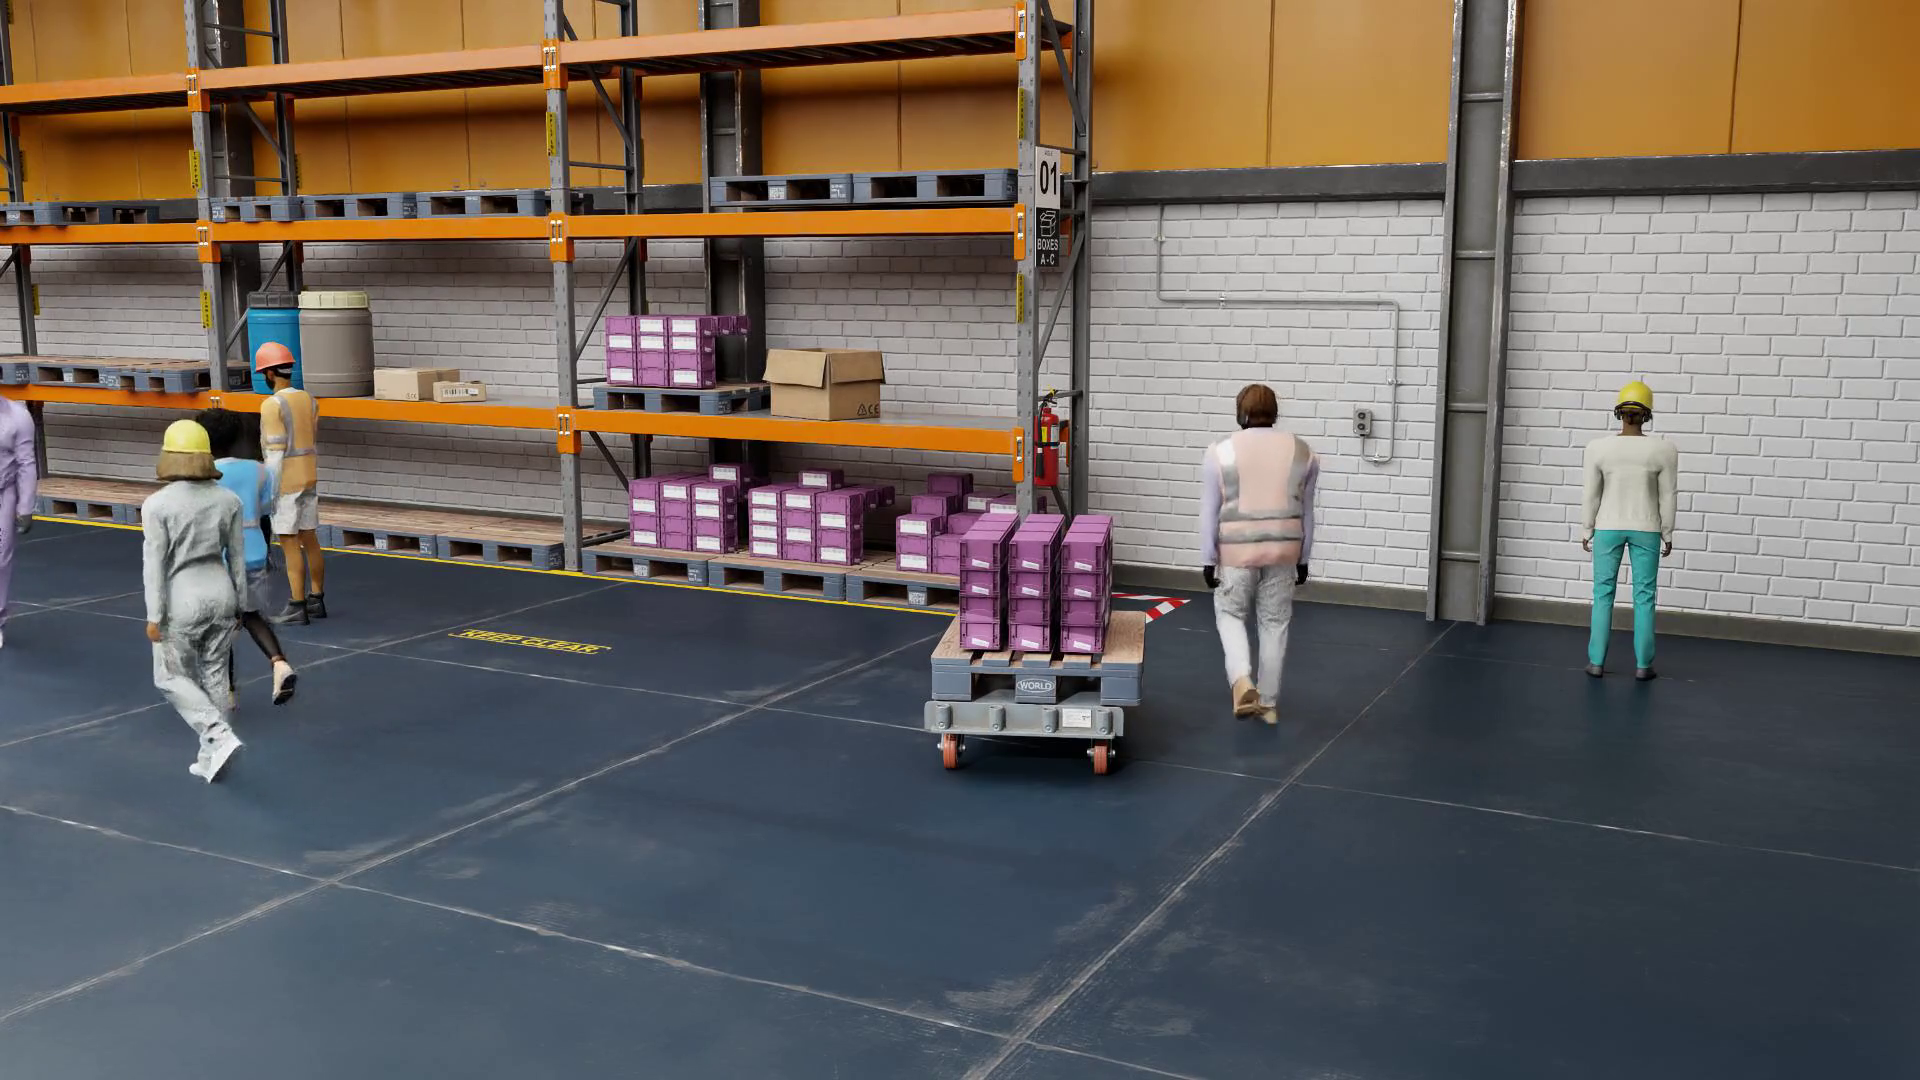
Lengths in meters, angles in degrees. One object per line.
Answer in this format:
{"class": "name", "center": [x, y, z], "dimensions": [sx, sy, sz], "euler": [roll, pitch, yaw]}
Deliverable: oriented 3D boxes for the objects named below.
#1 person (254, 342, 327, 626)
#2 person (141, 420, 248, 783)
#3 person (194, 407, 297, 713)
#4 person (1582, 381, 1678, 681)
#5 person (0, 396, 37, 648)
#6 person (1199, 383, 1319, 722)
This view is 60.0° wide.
{"class": "person", "center": [-4.578, -0.375, 11.313], "dimensions": [0.374, 1.928, 0.542], "euler": [2, 9, 10]}
{"class": "person", "center": [-3.514, 0.306, 7.721], "dimensions": [0.485, 1.725, 0.496], "euler": [6, 11, 34]}
{"class": "person", "center": [-3.909, 0.122, 8.963], "dimensions": [0.535, 1.683, 0.546], "euler": [6, 11, 31]}
{"class": "person", "center": [3.929, -0.048, 9.793], "dimensions": [0.525, 1.769, 0.309], "euler": [4, 10, 22]}
{"class": "person", "center": [-6.148, -0.204, 10.429], "dimensions": [0.683, 1.872, 0.638], "euler": [-5, 10, -28]}
{"class": "person", "center": [1.573, 0.091, 8.781], "dimensions": [0.622, 1.829, 0.526], "euler": [0, 9, -1]}
